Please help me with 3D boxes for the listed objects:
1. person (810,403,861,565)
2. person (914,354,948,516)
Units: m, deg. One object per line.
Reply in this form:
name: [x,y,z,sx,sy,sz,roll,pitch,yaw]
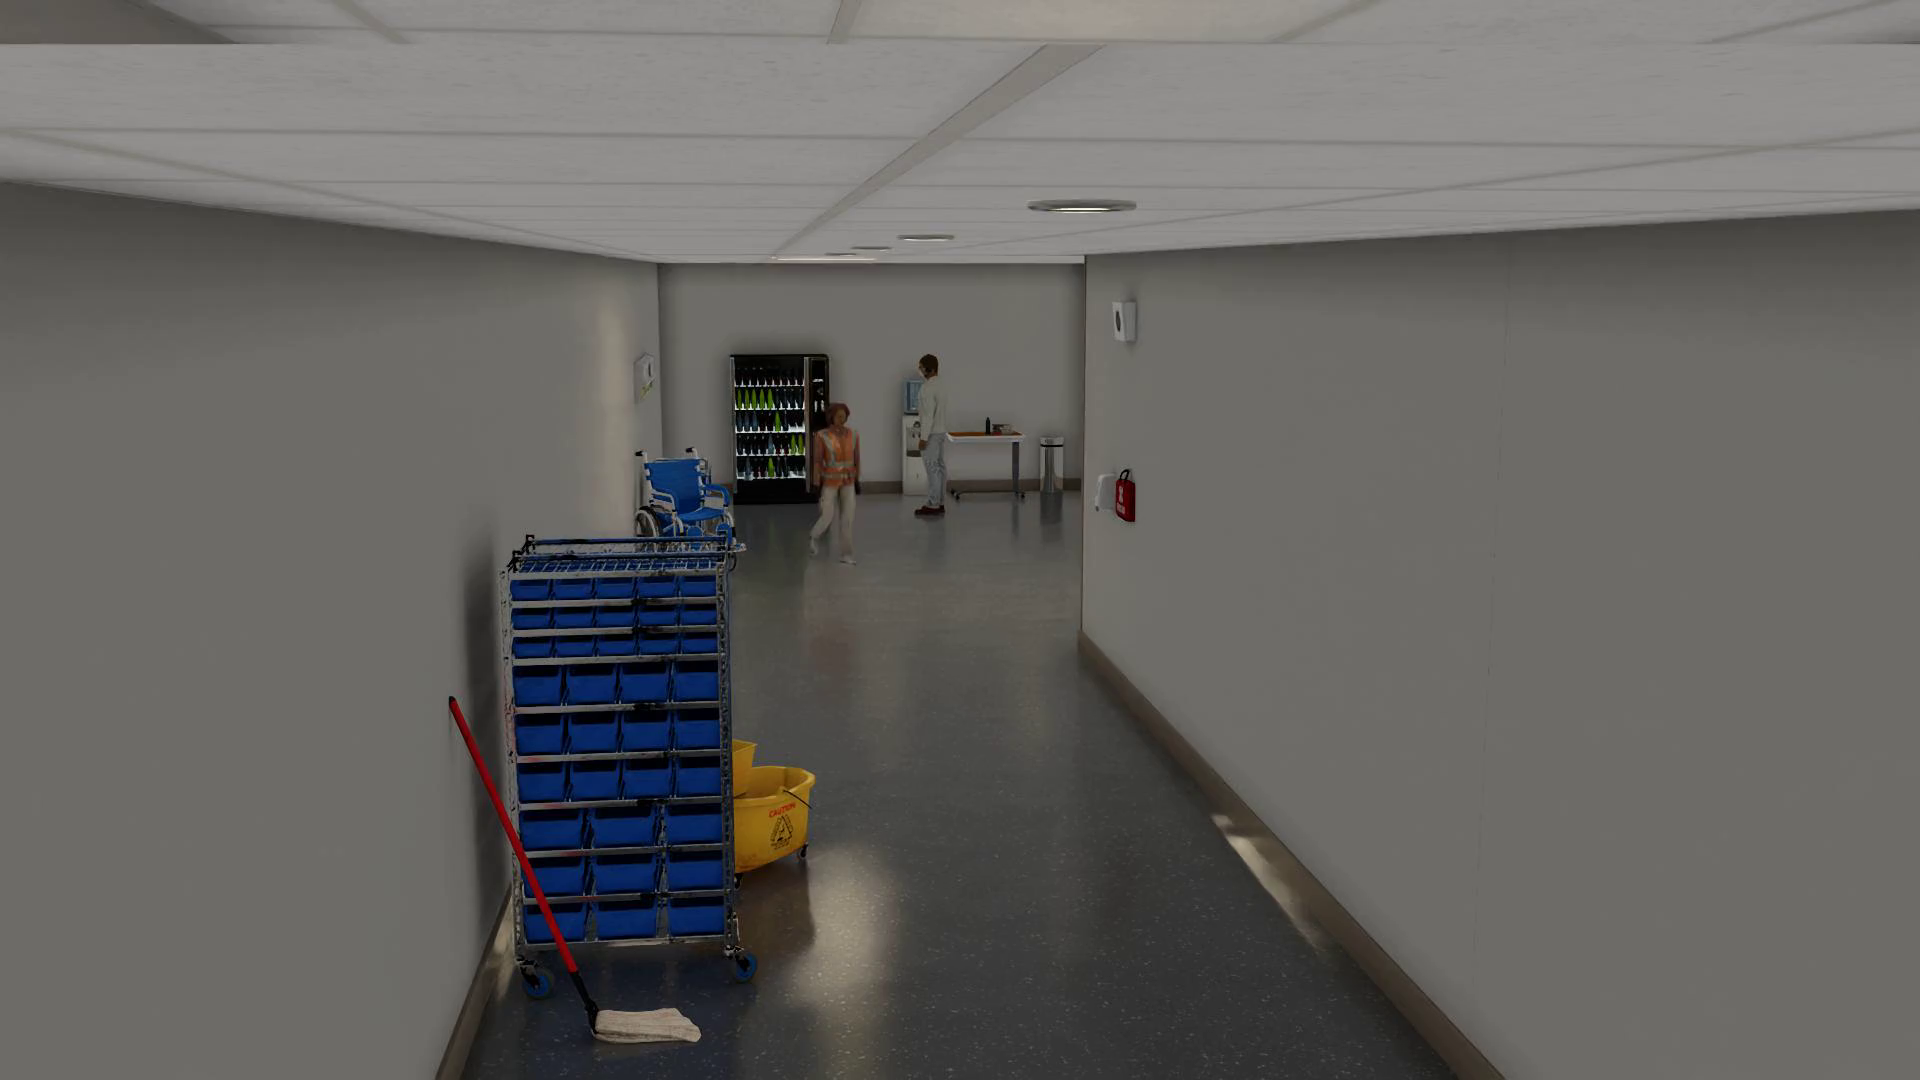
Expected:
person: [-1.257,-0.568,16.580,0.526,1.625,0.552,-6,11,-33]
person: [-0.343,-1.257,19.895,0.373,1.938,0.630,3,9,16]
